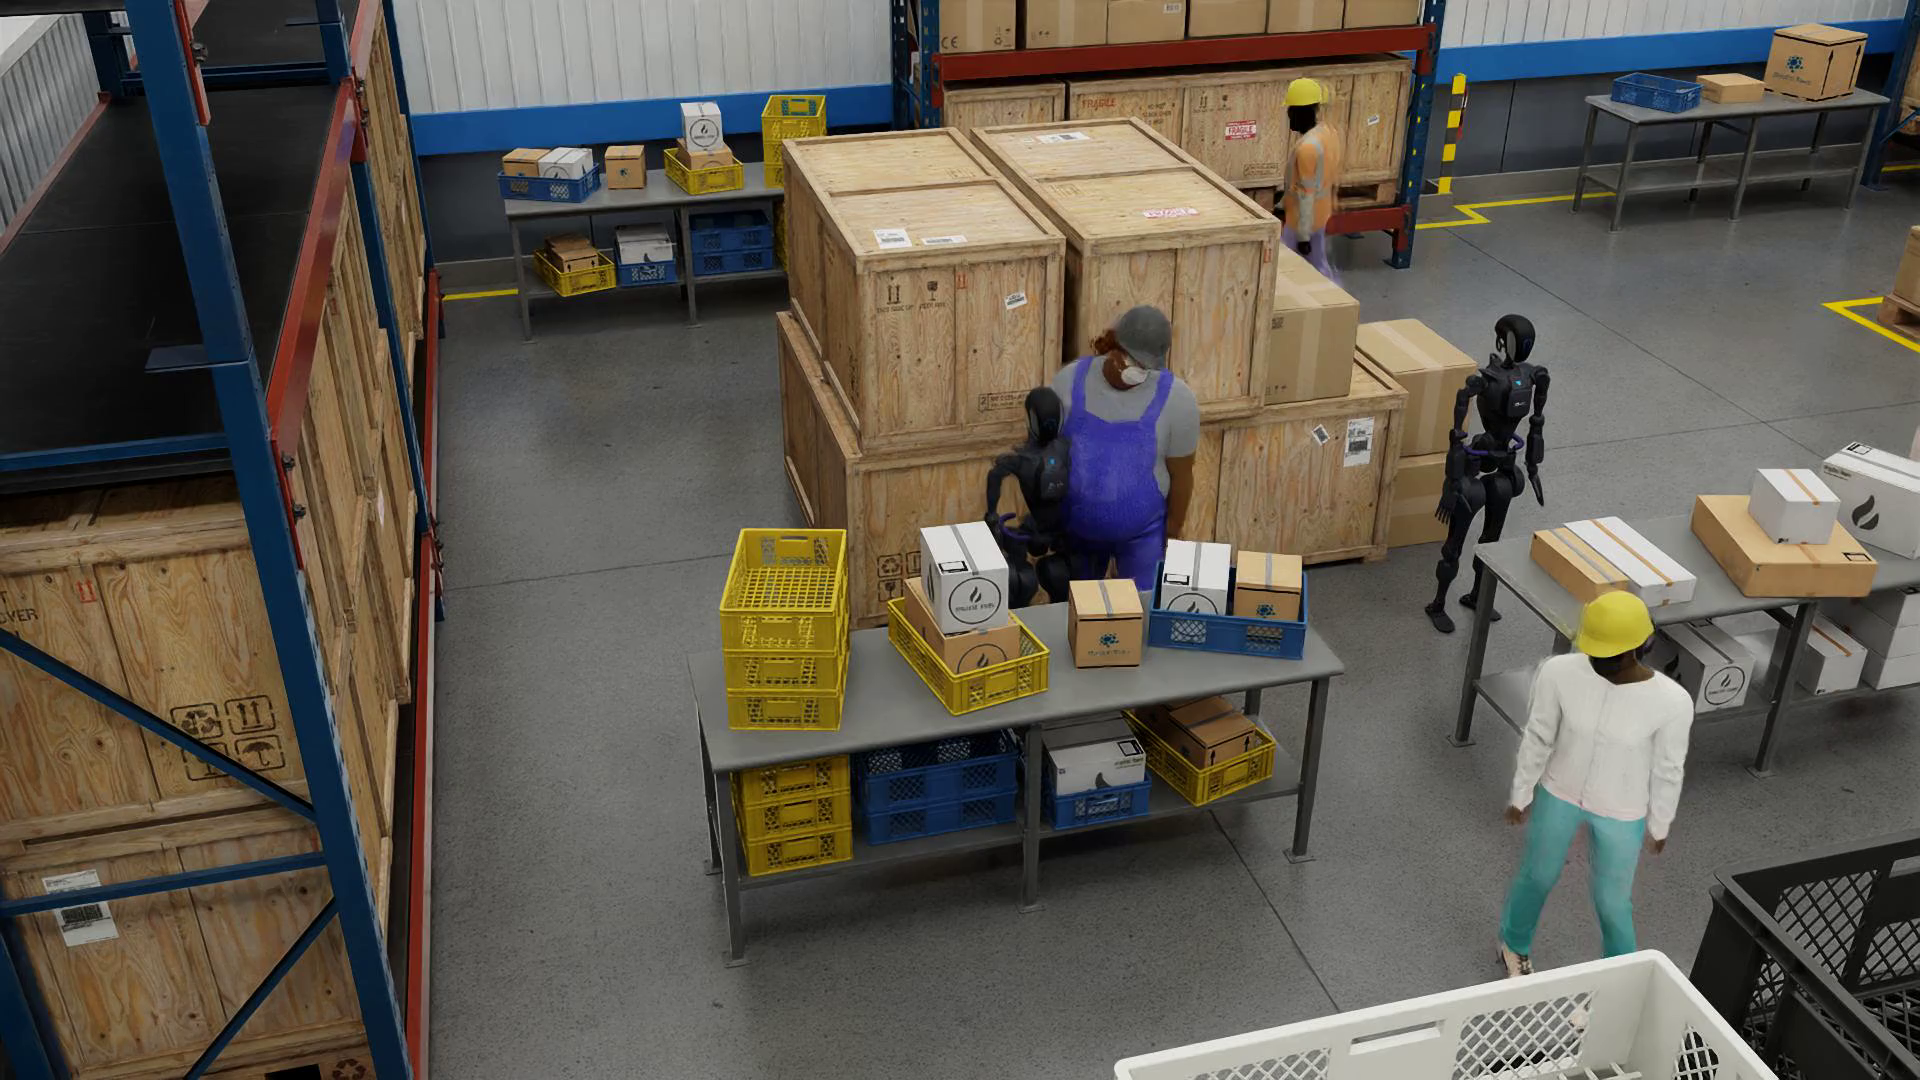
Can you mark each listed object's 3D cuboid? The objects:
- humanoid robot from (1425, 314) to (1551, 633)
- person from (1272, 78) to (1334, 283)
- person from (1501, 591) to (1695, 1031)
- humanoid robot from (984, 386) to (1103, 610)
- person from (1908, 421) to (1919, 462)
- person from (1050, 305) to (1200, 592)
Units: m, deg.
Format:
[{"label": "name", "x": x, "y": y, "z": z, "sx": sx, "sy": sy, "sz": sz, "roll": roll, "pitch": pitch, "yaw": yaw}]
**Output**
[{"label": "humanoid robot", "x": 2.622, "y": -0.322, "z": 8.224, "sx": 0.585, "sy": 1.660, "sz": 0.331, "roll": -11, "pitch": 31, "yaw": -19}, {"label": "person", "x": 2.281, "y": -2.259, "z": 11.555, "sx": 0.995, "sy": 1.872, "sz": 0.591, "roll": 13, "pitch": 31, "yaw": 22}, {"label": "person", "x": 2.233, "y": 0.939, "z": 5.881, "sx": 0.543, "sy": 1.746, "sz": 0.361, "roll": 19, "pitch": 34, "yaw": 30}, {"label": "humanoid robot", "x": 0.362, "y": 0.084, "z": 7.505, "sx": 0.598, "sy": 1.665, "sz": 0.329, "roll": -12, "pitch": 31, "yaw": -21}, {"label": "person", "x": 4.757, "y": -0.334, "z": 7.944, "sx": 0.614, "sy": 1.986, "sz": 0.399, "roll": -13, "pitch": 32, "yaw": -23}, {"label": "person", "x": 0.684, "y": -0.136, "z": 7.529, "sx": 0.719, "sy": 2.000, "sz": 0.535, "roll": 12, "pitch": 31, "yaw": 21}]
